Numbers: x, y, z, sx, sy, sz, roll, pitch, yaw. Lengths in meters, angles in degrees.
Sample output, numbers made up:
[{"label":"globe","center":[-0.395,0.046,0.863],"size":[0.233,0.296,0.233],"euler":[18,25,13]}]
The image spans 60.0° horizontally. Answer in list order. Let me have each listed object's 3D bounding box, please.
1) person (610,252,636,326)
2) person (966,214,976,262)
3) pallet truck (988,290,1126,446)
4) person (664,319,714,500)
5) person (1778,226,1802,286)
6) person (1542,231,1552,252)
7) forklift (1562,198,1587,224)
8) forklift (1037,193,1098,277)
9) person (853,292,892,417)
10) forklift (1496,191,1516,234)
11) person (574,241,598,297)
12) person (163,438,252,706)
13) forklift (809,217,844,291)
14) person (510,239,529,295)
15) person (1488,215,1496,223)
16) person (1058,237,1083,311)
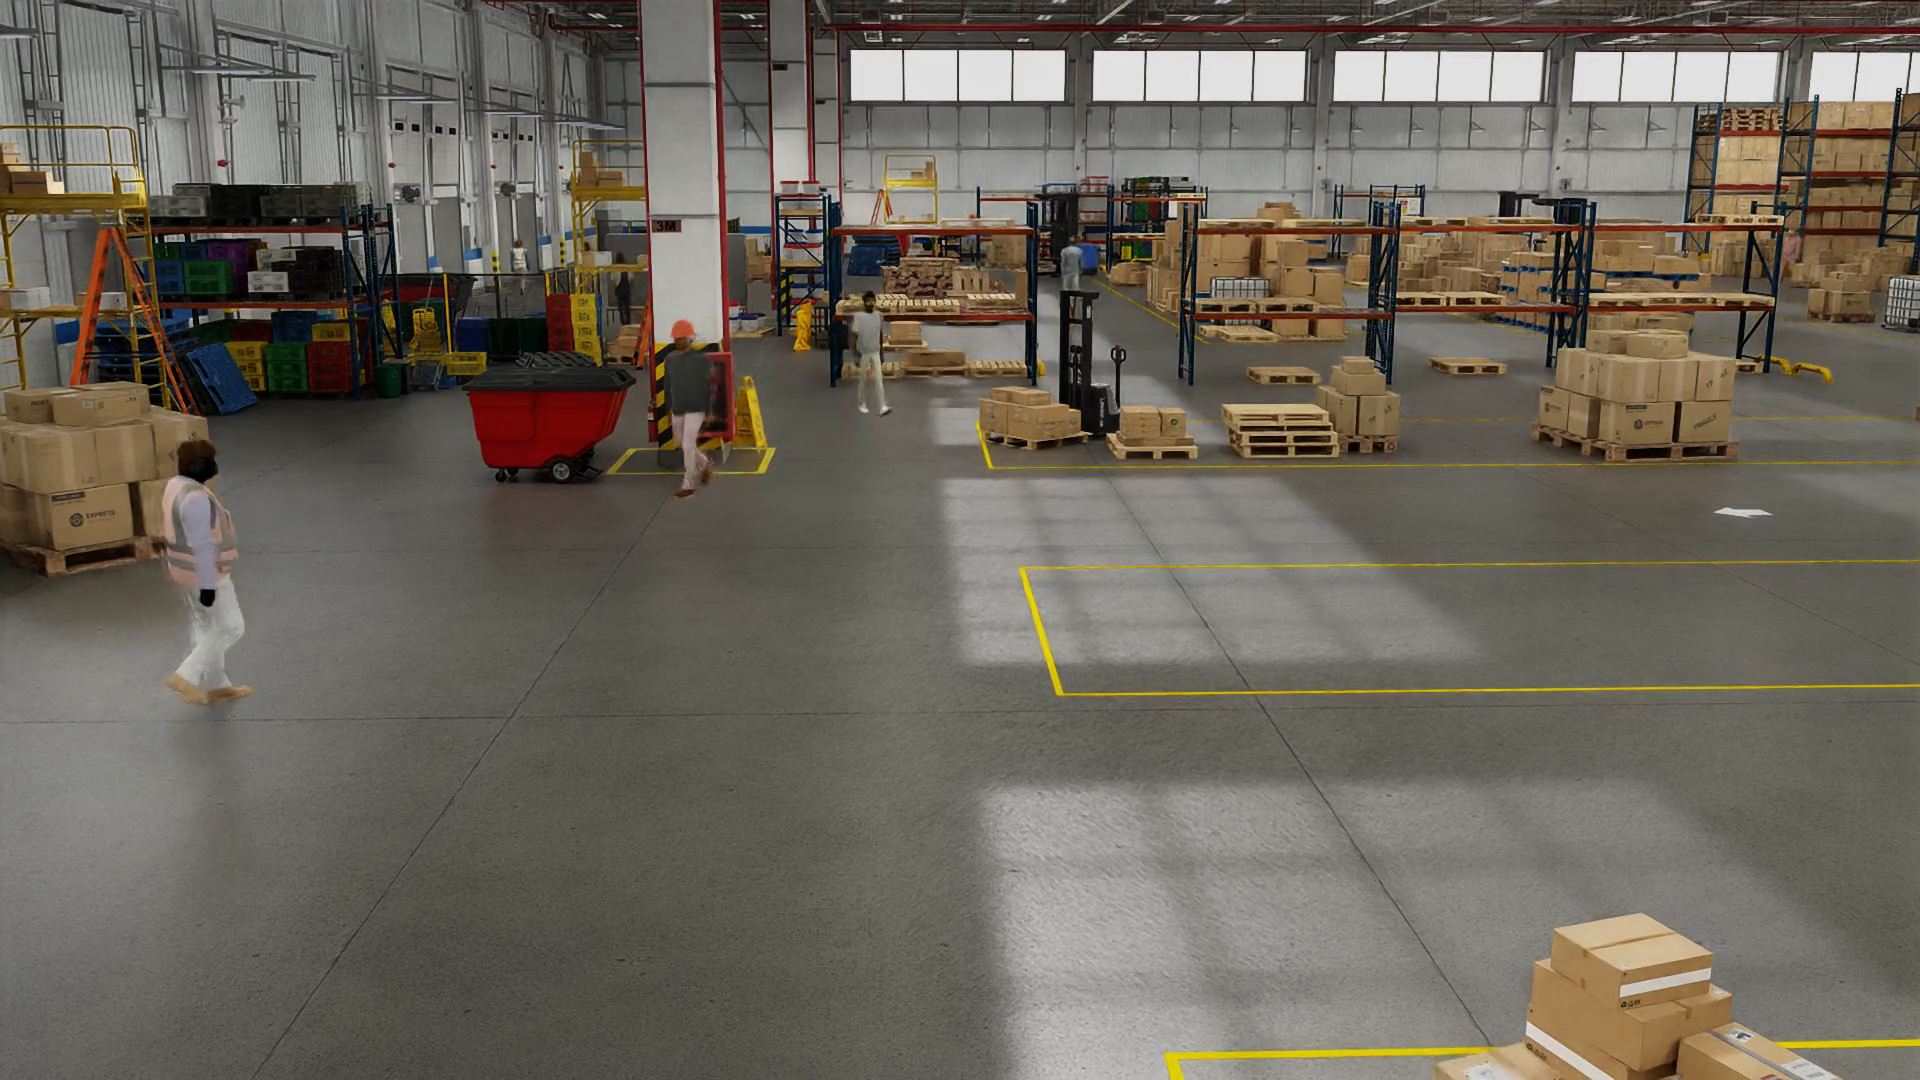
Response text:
[{"label":"person","center":[-7.404,-5.371,36.363],"size":[0.528,1.820,0.691],"euler":[-7,15,-30]},{"label":"person","center":[0.513,-11.981,66.021],"size":[0.560,1.907,0.490],"euler":[-2,13,-7]},{"label":"pallet truck","center":[1.257,-2.299,22.111],"size":[1.885,1.965,0.823],"euler":[-9,15,-35]},{"label":"person","center":[-2.976,-1.469,18.437],"size":[0.625,1.974,0.771],"euler":[7,14,28]},{"label":"person","center":[26.083,-8.895,52.202],"size":[0.812,1.880,0.659],"euler":[-7,14,-30]},{"label":"person","center":[17.361,-8.214,48.819],"size":[0.624,1.992,0.390],"euler":[0,12,-2]},{"label":"forklift","center":[17.204,-8.212,46.797],"size":[1.873,2.768,1.129],"euler":[0,12,-2]},{"label":"forklift","center":[3.689,-10.384,56.604],"size":[1.873,2.768,1.129],"euler":[-7,14,-28]},{"label":"person","center":[-1.315,-2.728,24.447],"size":[0.556,1.813,0.981],"euler":[-6,14,-25]},{"label":"forklift","center":[20.614,-11.778,62.900],"size":[1.873,2.768,1.129],"euler":[0,12,-2]},{"label":"person","center":[-9.235,-6.456,41.173],"size":[0.605,1.875,0.543],"euler":[1,13,3]},{"label":"person","center":[-5.058,0.229,11.089],"size":[0.474,1.822,0.637],"euler":[-9,16,-36]},{"label":"forklift","center":[-4.375,-8.619,48.637],"size":[1.873,2.768,1.129],"euler":[0,12,-2]},{"label":"person","center":[-12.879,-7.985,48.666],"size":[0.522,1.609,0.739],"euler":[-2,13,-10]},{"label":"person","center":[20.702,-11.794,65.186],"size":[0.884,1.914,0.631],"euler":[2,13,9]},{"label":"person","center":[2.871,-6.910,43.179],"size":[0.658,1.882,1.019],"euler":[-4,13,-18]}]
